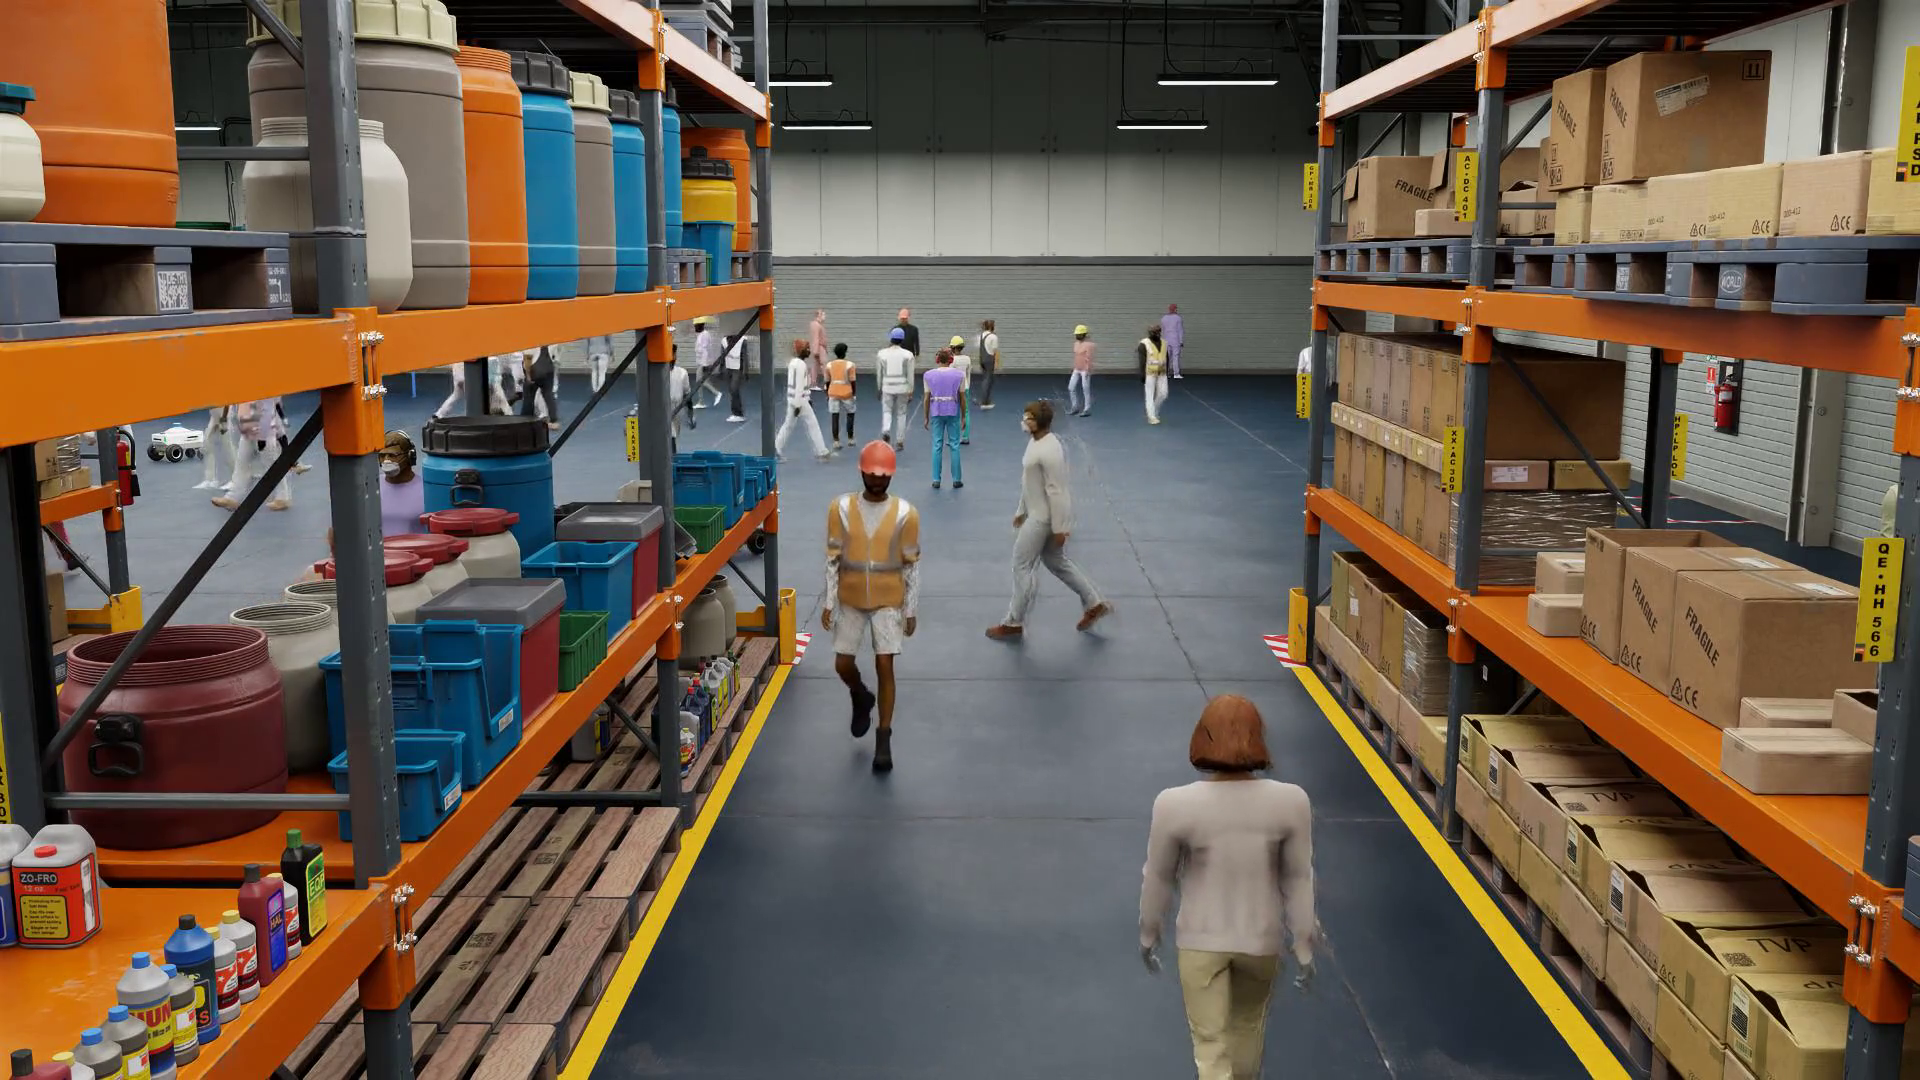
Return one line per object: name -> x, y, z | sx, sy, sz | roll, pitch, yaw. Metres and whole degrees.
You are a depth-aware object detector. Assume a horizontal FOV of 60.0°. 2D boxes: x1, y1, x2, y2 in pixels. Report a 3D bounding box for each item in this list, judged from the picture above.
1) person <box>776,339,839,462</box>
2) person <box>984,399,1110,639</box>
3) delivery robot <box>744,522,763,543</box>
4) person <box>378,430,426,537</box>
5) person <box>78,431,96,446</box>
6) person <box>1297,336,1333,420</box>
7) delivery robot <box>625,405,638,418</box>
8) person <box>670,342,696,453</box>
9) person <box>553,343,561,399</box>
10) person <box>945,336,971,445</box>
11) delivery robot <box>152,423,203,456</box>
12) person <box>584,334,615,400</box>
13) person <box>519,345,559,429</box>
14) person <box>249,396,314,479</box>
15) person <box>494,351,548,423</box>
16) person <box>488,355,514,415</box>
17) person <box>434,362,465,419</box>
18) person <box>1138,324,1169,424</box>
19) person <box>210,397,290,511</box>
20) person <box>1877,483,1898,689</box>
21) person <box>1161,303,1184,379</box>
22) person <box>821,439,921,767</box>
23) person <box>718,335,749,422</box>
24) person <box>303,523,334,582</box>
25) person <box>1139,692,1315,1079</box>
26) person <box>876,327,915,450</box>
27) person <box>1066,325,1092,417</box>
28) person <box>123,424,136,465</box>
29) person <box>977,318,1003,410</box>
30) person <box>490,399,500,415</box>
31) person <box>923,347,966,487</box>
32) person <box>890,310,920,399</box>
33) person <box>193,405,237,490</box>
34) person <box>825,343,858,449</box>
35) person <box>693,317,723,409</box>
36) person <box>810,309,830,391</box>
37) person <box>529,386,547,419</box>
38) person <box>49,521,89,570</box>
person -> -2.366, -2.053, 24.599 | 1.039, 1.828, 0.588 | -4, 10, -23
person -> 0.722, -0.174, 13.146 | 0.983, 1.909, 0.625 | 0, 9, -3
delivery robot -> -2.359, -0.160, 16.894 | 0.707, 0.478, 0.477 | -9, 13, -41
person -> -3.413, 0.290, 10.214 | 0.628, 1.940, 0.373 | 0, 9, 2
person -> -14.231, -2.478, 26.776 | 0.652, 1.938, 1.019 | -6, 11, -30
person -> 6.193, -2.773, 29.009 | 0.603, 1.794, 0.899 | 2, 10, 14
delivery robot -> -5.471, -2.186, 28.252 | 0.335, 0.223, 0.698 | -5, 11, -29
person -> -3.817, -1.668, 22.023 | 0.625, 1.911, 0.996 | -8, 13, -41
person -> -8.887, -3.884, 36.172 | 0.505, 1.621, 0.352 | -9, 13, -44
person -> -0.041, -2.417, 26.940 | 0.315, 1.770, 0.524 | 9, 13, 44
delivery robot -> -11.762, -1.517, 25.020 | 0.477, 0.478, 0.707 | 5, 11, 28
person -> -7.793, -4.011, 36.041 | 0.627, 1.916, 0.682 | 1, 10, 5
person -> -7.547, -2.988, 29.669 | 0.991, 2.000, 0.691 | 8, 13, 41
person -> -9.422, -1.659, 22.770 | 0.923, 1.637, 0.522 | -4, 10, -23
person -> -8.073, -3.048, 30.376 | 0.888, 1.897, 0.555 | -2, 10, -9
person -> -8.206, -2.720, 29.317 | 0.906, 1.592, 0.507 | -5, 11, -30
person -> -9.005, -2.964, 29.904 | 0.893, 1.873, 0.636 | -6, 11, -32
person -> 3.574, -3.043, 30.500 | 0.655, 1.830, 0.447 | -5, 11, -27
person -> -8.430, -1.228, 19.722 | 0.654, 1.794, 0.927 | 7, 12, 37
person -> 6.337, 0.231, 10.904 | 0.590, 1.827, 0.404 | 2, 10, 11
person -> 5.425, -5.056, 42.321 | 0.642, 1.913, 0.409 | 8, 12, 39
person -> -0.526, 0.349, 9.898 | 0.597, 1.922, 0.659 | 1, 10, 4
person -> -4.255, -3.131, 30.816 | 0.633, 1.893, 0.714 | 7, 12, 37
person -> -3.316, 0.673, 9.053 | 0.534, 1.605, 0.887 | 0, 9, -2
person -> 0.835, 1.263, 5.363 | 0.527, 1.597, 0.777 | -1, 10, -4
person -> -1.012, -2.372, 26.173 | 0.631, 1.932, 0.517 | 1, 10, 4
person -> 2.300, -3.245, 31.959 | 0.570, 1.751, 0.534 | -7, 12, -38
person -> -12.182, -1.976, 23.988 | 0.518, 1.874, 0.326 | -8, 13, -41
person -> 0.640, -3.545, 33.508 | 0.627, 1.822, 0.533 | -7, 12, -35
person -> -8.931, -3.174, 31.129 | 0.638, 1.899, 0.993 | 3, 10, 16
person -> -0.197, -1.608, 21.882 | 0.563, 1.837, 0.391 | 1, 9, 4
person -> -1.183, -3.936, 35.509 | 0.643, 1.932, 1.051 | 0, 9, 2
person -> -9.684, -1.550, 21.514 | 0.572, 1.845, 0.713 | 7, 12, 37
person -> -1.859, -2.306, 26.520 | 0.553, 1.671, 0.683 | 3, 10, 15
person -> -5.154, -3.597, 33.586 | 0.539, 1.907, 0.601 | -4, 10, -21
person -> -3.128, -4.371, 38.301 | 0.775, 1.881, 0.660 | -1, 10, -7
person -> -8.034, -3.039, 31.175 | 0.534, 1.589, 0.872 | 5, 11, 27
person -> -8.659, -0.505, 15.646 | 0.584, 1.702, 0.873 | 2, 10, 12
